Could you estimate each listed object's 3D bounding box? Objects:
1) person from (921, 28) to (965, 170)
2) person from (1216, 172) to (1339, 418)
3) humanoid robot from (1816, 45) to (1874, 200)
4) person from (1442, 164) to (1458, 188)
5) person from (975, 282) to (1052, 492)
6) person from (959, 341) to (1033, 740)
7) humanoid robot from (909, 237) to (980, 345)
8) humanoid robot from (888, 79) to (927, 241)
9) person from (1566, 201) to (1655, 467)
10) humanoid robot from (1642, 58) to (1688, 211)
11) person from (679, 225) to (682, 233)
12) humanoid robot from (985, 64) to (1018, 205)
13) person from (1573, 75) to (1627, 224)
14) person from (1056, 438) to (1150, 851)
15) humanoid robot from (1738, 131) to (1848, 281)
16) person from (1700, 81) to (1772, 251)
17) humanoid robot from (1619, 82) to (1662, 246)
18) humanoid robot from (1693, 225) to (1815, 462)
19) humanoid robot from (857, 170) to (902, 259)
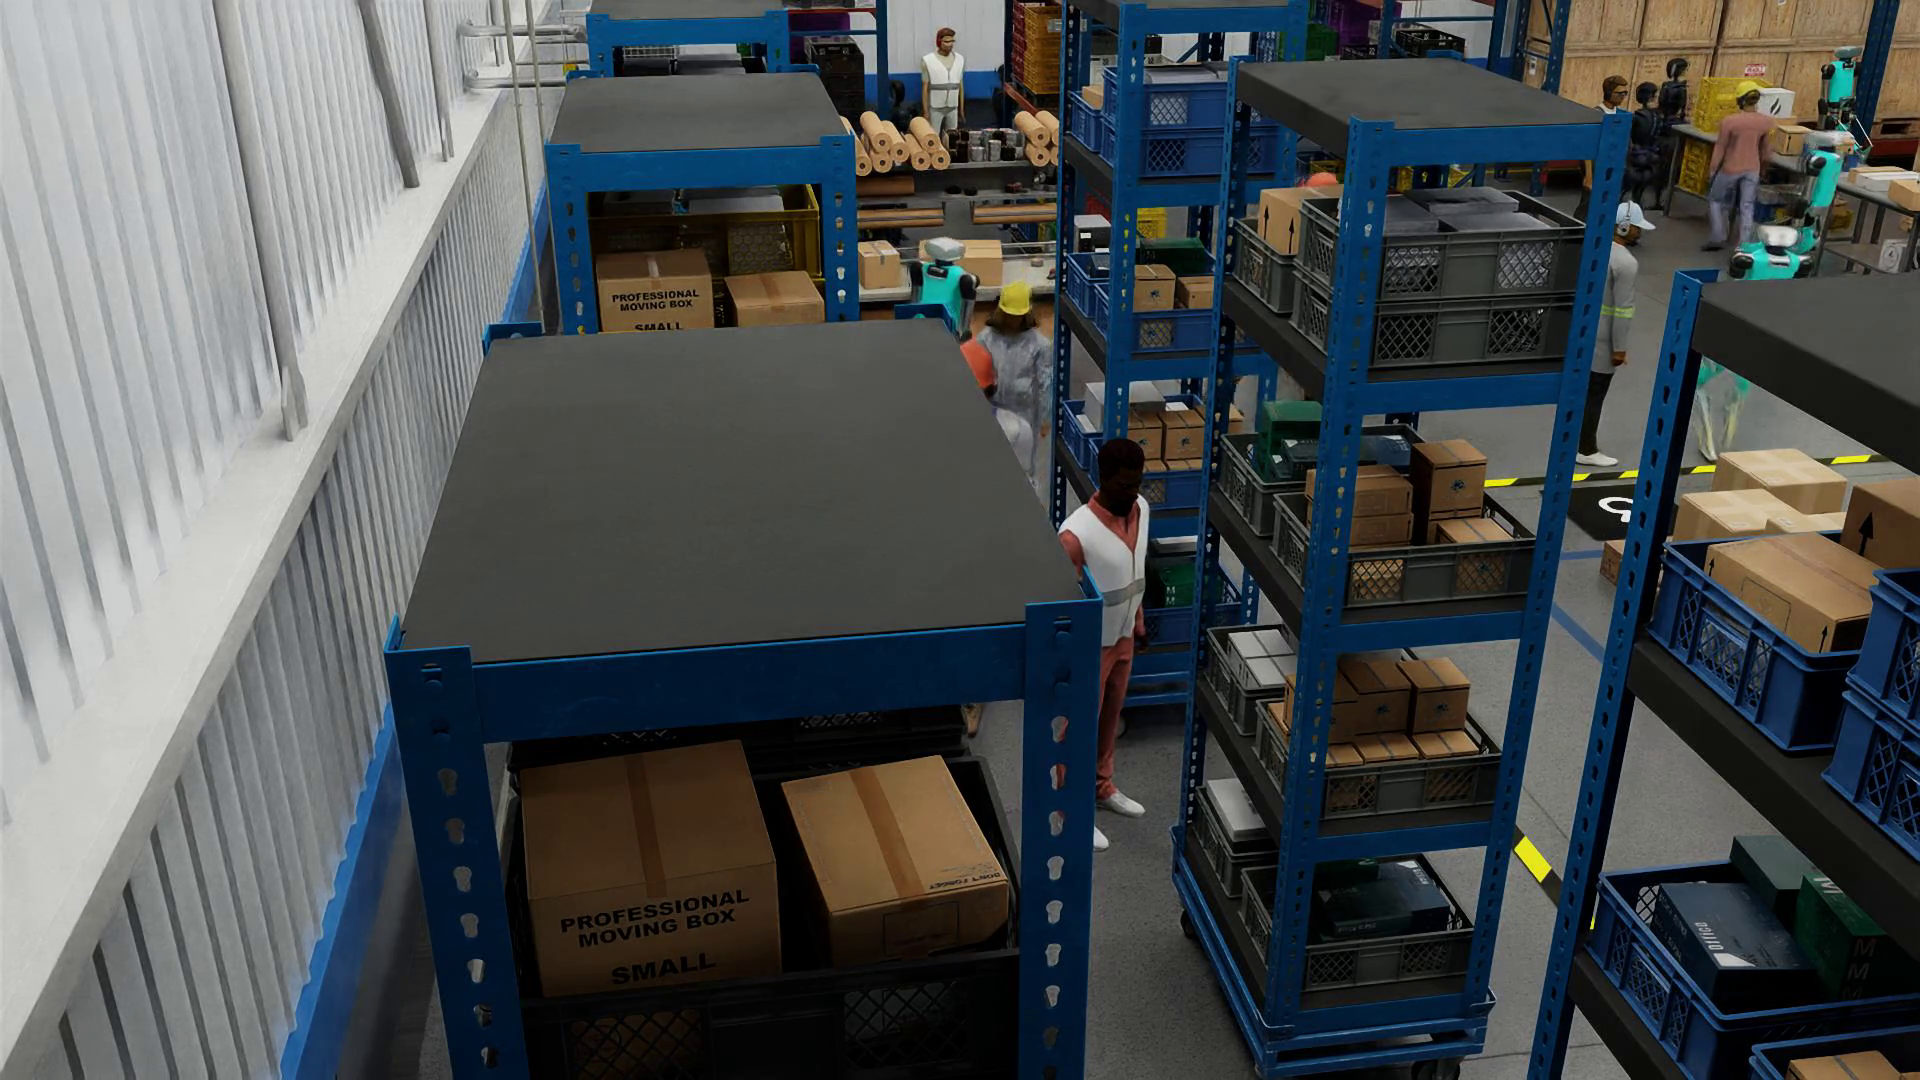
[{"bbox_3d":[-0.202,-4.998,19.292,0.563,1.836,0.390,-14,28,-28],"label":"person"},{"bbox_3d":[2.362,-1.778,12.268,0.995,1.868,0.554,-4,25,-10],"label":"person"},{"bbox_3d":[9.743,-4.524,18.219,0.533,1.673,0.735,-11,27,-23],"label":"humanoid robot"},{"bbox_3d":[5.155,-4.446,18.154,0.905,1.790,0.653,7,26,16],"label":"person"},{"bbox_3d":[0.334,-0.811,10.348,0.483,1.702,0.887,4,25,10],"label":"person"},{"bbox_3d":[0.062,-0.053,8.323,0.613,2.019,0.754,5,25,12],"label":"person"},{"bbox_3d":[-0.275,-1.043,10.807,0.548,1.747,0.935,19,31,35],"label":"humanoid robot"},{"bbox_3d":[-0.617,-3.897,17.087,0.592,1.648,0.374,-16,29,-31],"label":"humanoid robot"},{"bbox_3d":[4.464,-1.429,11.517,0.406,1.847,0.589,-4,25,-9],"label":"person"},{"bbox_3d":[7.855,-4.462,18.321,0.473,1.647,0.599,-2,25,-5],"label":"humanoid robot"},{"bbox_3d":[-1.913,-1.245,11.119,0.420,1.850,0.526,5,25,11],"label":"person"},{"bbox_3d":[0.514,-4.323,18.036,0.675,1.634,0.615,-4,25,-9],"label":"humanoid robot"},{"bbox_3d":[6.249,-3.620,16.300,0.332,1.837,0.506,22,33,39],"label":"person"},{"bbox_3d":[0.630,0.438,7.380,0.390,1.913,0.587,18,30,33],"label":"person"},{"bbox_3d":[7.116,-2.729,14.518,0.531,1.772,1.006,-19,31,-35],"label":"humanoid robot"},{"bbox_3d":[7.703,-3.657,16.503,0.638,1.721,0.686,-1,25,-2],"label":"person"},{"bbox_3d":[6.860,-3.794,16.840,0.598,1.652,0.341,-15,29,-30],"label":"humanoid robot"},{"bbox_3d":[5.367,-1.306,11.512,0.543,1.878,0.758,1,25,2],"label":"humanoid robot"},{"bbox_3d":[-0.727,-2.292,13.679,0.779,1.647,0.601,-16,29,-32],"label":"humanoid robot"}]
